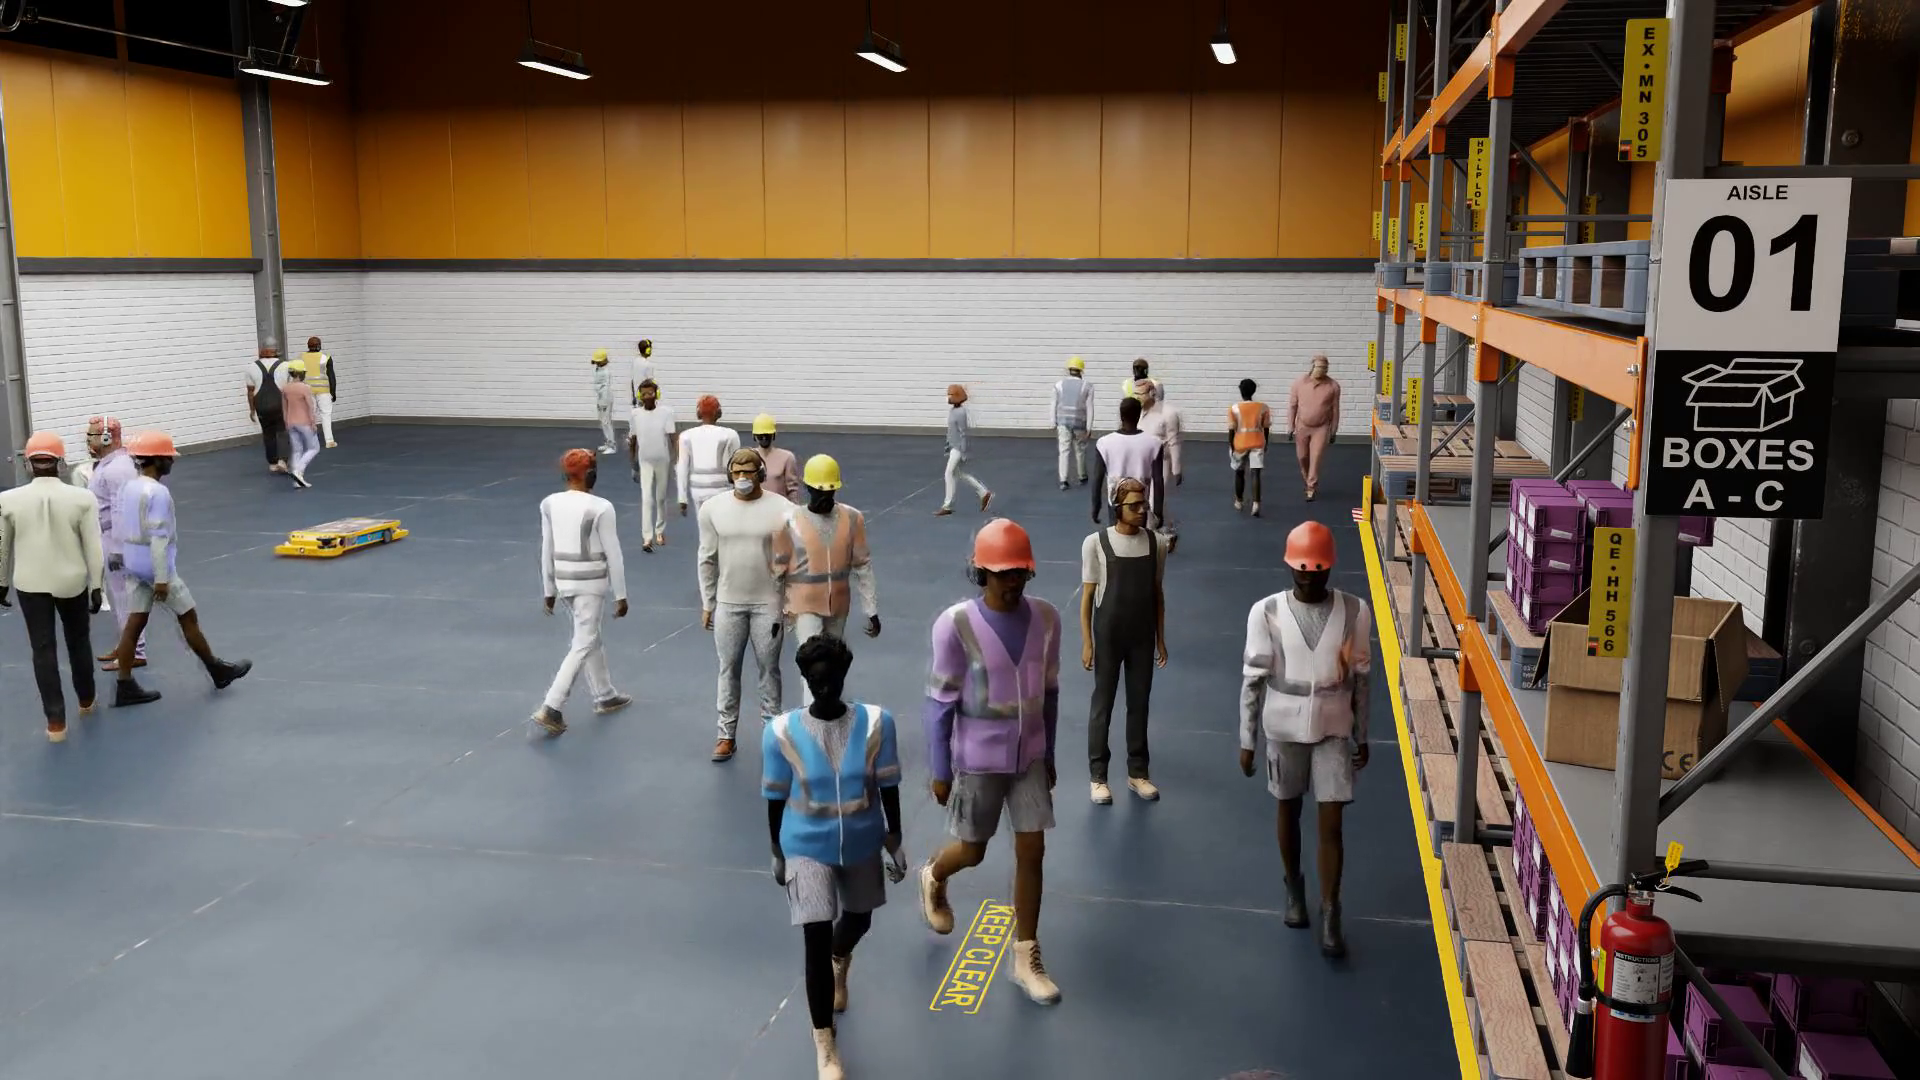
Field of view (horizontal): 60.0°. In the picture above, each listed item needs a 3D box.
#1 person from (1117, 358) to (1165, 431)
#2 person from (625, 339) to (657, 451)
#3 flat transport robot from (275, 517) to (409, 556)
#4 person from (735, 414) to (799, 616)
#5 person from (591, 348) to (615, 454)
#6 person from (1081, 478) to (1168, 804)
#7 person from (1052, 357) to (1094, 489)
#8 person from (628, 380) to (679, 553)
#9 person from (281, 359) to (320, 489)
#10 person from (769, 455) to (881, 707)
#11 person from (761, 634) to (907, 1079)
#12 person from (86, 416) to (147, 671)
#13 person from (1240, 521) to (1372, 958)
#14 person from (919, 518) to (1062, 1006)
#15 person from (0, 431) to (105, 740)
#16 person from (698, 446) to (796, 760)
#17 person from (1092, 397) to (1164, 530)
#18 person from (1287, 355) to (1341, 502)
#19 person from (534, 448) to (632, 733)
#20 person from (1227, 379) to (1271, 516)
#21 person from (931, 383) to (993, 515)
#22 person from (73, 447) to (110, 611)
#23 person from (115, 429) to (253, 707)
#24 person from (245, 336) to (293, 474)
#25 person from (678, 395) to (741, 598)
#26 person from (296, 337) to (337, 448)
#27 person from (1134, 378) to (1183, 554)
[{"bbox_3d":[2.405,-1.511,22.031,0.641,1.815,0.912,6,11,33],"label":"person"},{"bbox_3d":[-5.033,-2.254,26.380,0.545,1.847,0.549,7,12,36],"label":"person"},{"bbox_3d":[-6.602,-0.047,17.818,0.652,0.197,1.431,2,10,14],"label":"flat transport robot"},{"bbox_3d":[-1.651,-0.209,14.333,0.560,1.738,0.652,-1,10,-7],"label":"person"},{"bbox_3d":[-5.712,-2.224,26.629,0.439,1.698,0.596,-5,11,-29],"label":"person"},{"bbox_3d":[0.929,0.565,9.397,0.514,1.845,0.336,-3,10,-16],"label":"person"},{"bbox_3d":[1.536,-1.593,22.589,0.599,1.789,0.926,3,10,15],"label":"person"},{"bbox_3d":[-3.241,-0.793,17.658,0.540,1.817,0.970,-1,10,-9],"label":"person"},{"bbox_3d":[-8.917,-1.558,22.457,0.538,1.752,0.403,4,10,22],"label":"person"},{"bbox_3d":[-0.793,0.433,10.061,0.611,1.888,0.864,-5,11,-28],"label":"person"},{"bbox_3d":[-0.500,1.150,6.400,0.528,1.667,0.801,-3,10,-16],"label":"person"},{"bbox_3d":[-6.364,0.020,12.502,0.409,1.908,0.639,-5,11,-30],"label":"person"},{"bbox_3d":[1.529,0.875,7.343,0.580,1.901,0.880,1,10,8],"label":"person"},{"bbox_3d":[0.119,0.876,7.047,0.606,2.015,0.879,-5,11,-28],"label":"person"},{"bbox_3d":[-5.937,0.265,10.866,0.630,1.946,0.973,-5,11,-27],"label":"person"},{"bbox_3d":[-1.282,0.389,10.177,0.629,1.939,0.374,0,9,-1],"label":"person"},{"bbox_3d":[1.466,-0.320,14.642,0.618,1.868,0.966,0,9,0],"label":"person"},{"bbox_3d":[4.582,-1.466,21.537,0.656,1.877,0.829,3,10,17],"label":"person"},{"bbox_3d":[-2.499,0.316,10.914,0.589,1.847,0.956,5,11,28],"label":"person"},{"bbox_3d":[3.517,-1.132,20.218,0.537,1.655,0.898,0,9,3],"label":"person"},{"bbox_3d":[0.030,-1.097,20.118,0.718,1.609,0.511,-2,10,-10],"label":"person"},{"bbox_3d":[-7.349,-0.129,14.336,0.539,1.586,0.879,-8,12,-40],"label":"person"},{"bbox_3d":[-5.509,0.175,11.599,0.573,1.888,0.962,8,12,39],"label":"person"},{"bbox_3d":[-9.973,-1.984,24.164,0.689,2.000,0.954,-2,10,-11],"label":"person"},{"bbox_3d":[-2.278,-0.423,15.401,0.582,1.827,1.005,2,10,13],"label":"person"},{"bbox_3d":[-10.629,-2.440,27.517,0.633,1.841,0.429,0,9,-3],"label":"person"},{"bbox_3d":[1.988,-0.745,17.225,0.660,1.870,0.476,9,13,43],"label":"person"}]
